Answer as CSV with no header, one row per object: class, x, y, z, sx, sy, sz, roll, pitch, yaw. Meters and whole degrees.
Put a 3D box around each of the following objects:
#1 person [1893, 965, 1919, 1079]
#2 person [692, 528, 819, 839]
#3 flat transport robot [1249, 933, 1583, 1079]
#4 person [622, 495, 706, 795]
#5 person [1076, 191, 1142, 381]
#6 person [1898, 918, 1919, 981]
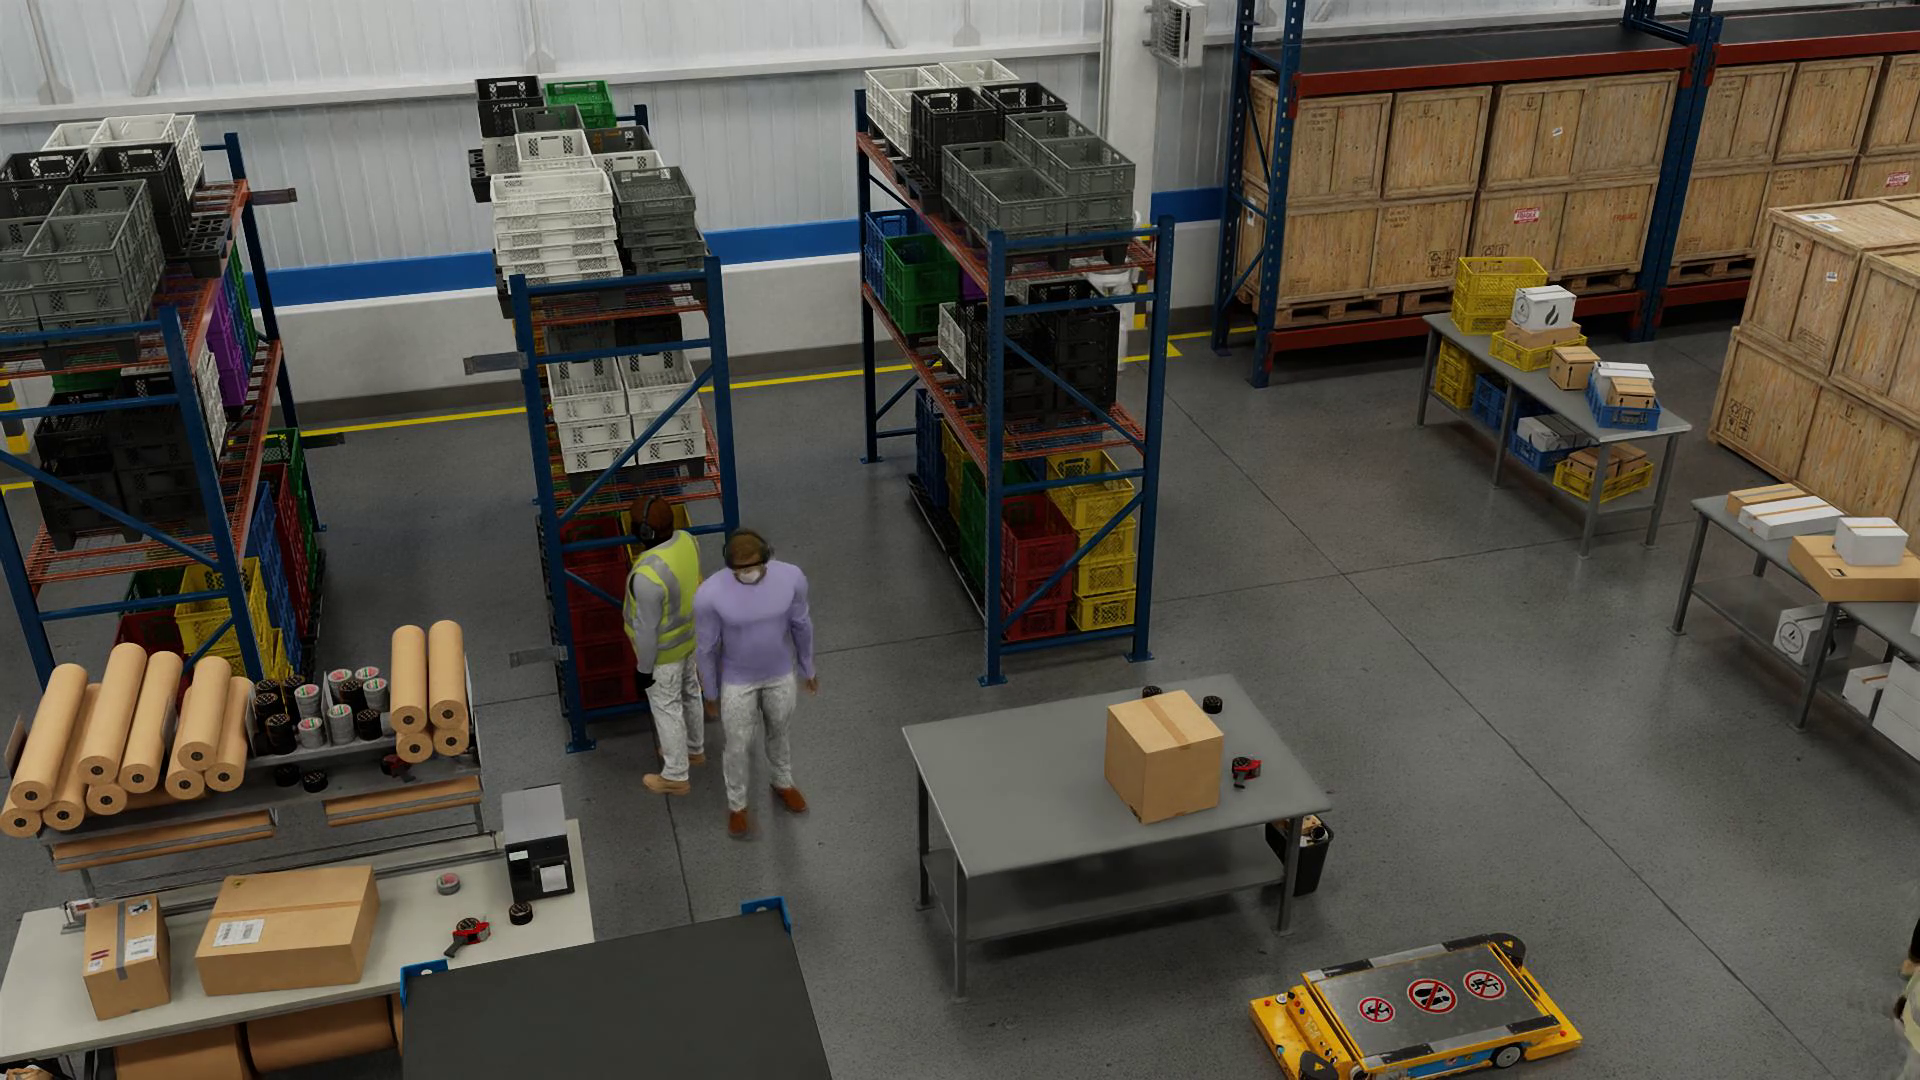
person,4.106,2.058,6.822,0.724,1.785,0.612,11,31,19
person,-1.112,0.740,9.104,0.669,1.914,0.463,-12,31,-21
flat transport robot,2.184,2.282,7.980,1.431,0.197,0.652,-8,30,-14
person,-1.678,0.583,9.467,0.429,1.837,0.629,7,30,13
person,1.300,-2.300,14.656,0.584,1.882,0.337,-4,29,-6
person,4.865,1.526,7.886,0.316,1.693,0.541,0,29,1
